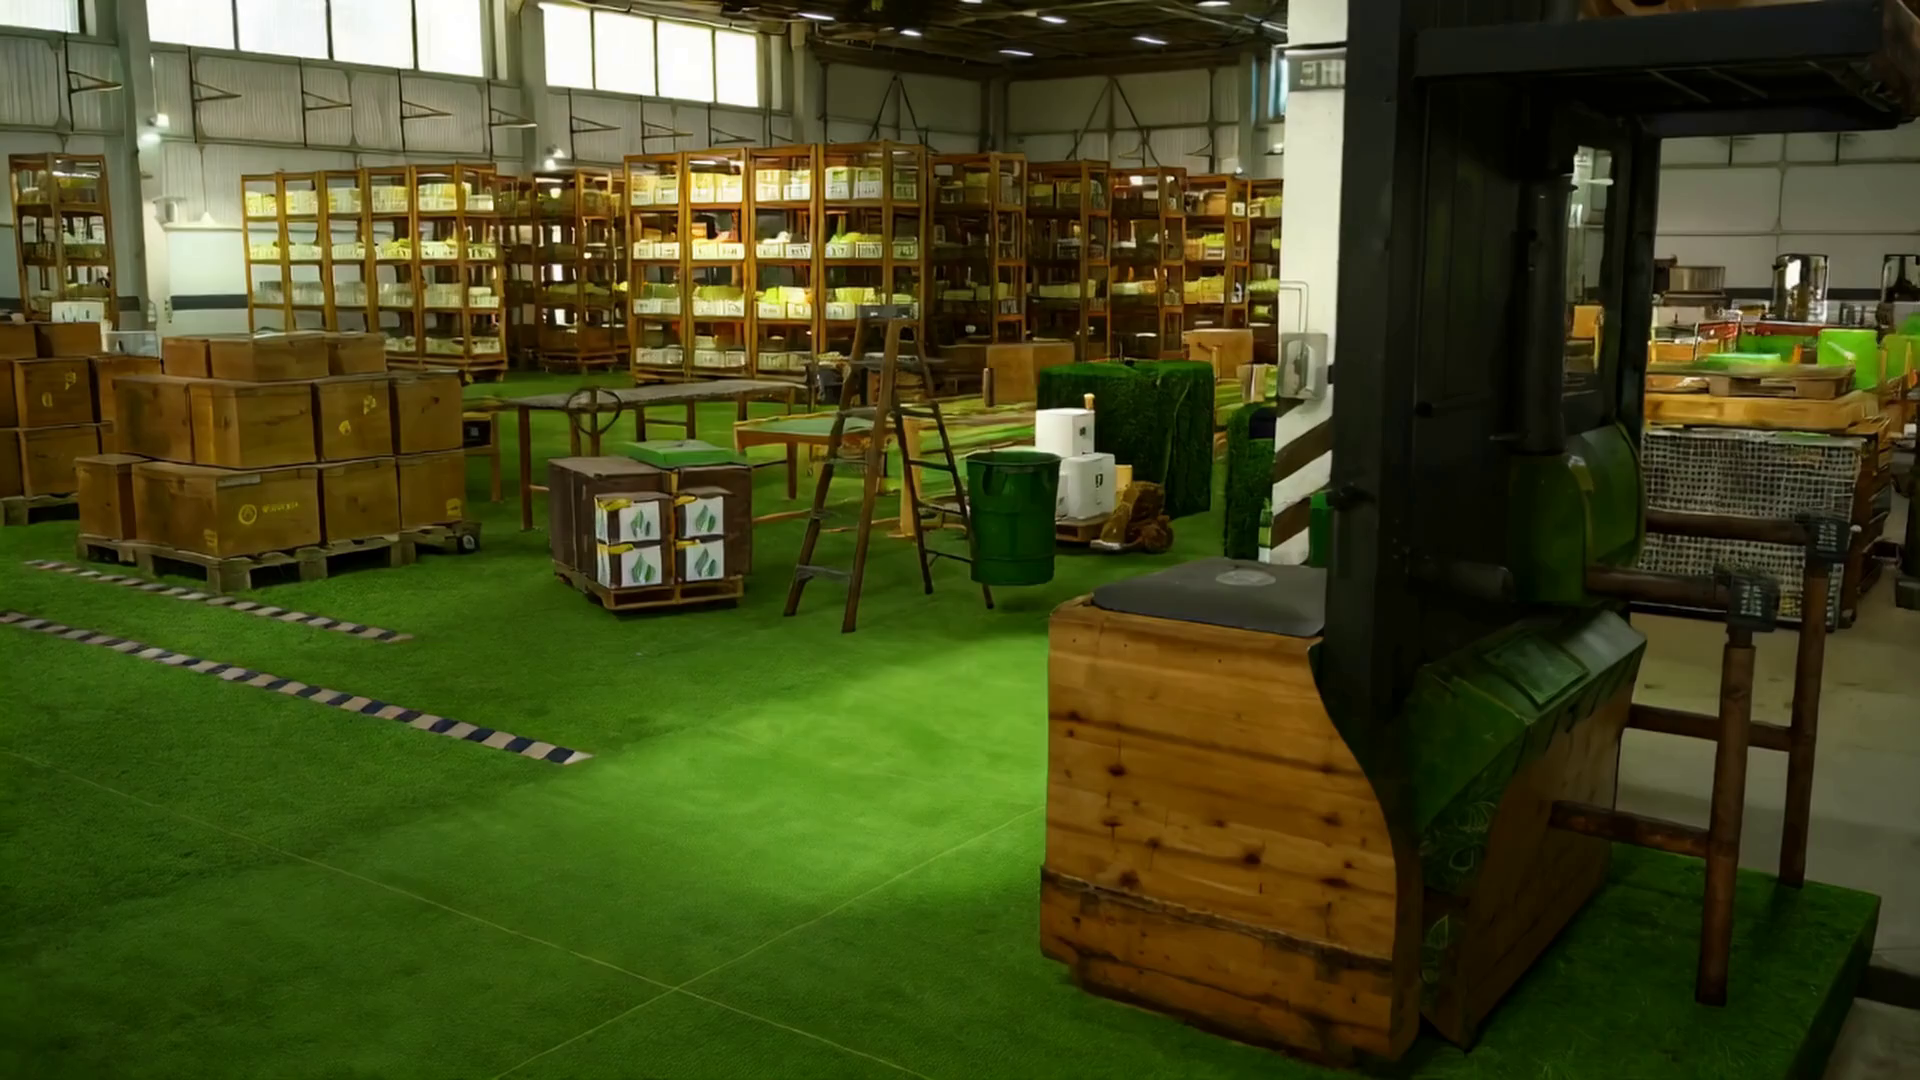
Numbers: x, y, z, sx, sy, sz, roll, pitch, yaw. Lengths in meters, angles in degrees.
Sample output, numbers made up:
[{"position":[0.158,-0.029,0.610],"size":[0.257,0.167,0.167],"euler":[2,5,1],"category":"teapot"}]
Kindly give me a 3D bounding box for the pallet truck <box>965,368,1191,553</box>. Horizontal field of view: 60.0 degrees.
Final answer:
[{"position":[0.845,-0.609,11.869],"size":[1.630,1.274,0.653],"euler":[7,12,35],"category":"pallet truck"}]

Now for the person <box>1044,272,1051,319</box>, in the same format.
[{"position":[1.726,-4.612,34.170],"size":[0.589,1.819,0.598],"euler":[8,12,39],"category":"person"}]

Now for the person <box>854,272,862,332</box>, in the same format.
[{"position":[-2.126,-4.614,33.793],"size":[0.619,1.966,0.972],"euler":[3,10,19],"category":"person"}]

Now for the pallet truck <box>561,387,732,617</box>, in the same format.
[{"position":[-1.981,-0.274,10.088],"size":[0.680,1.201,1.601],"euler":[-5,11,-28],"category":"pallet truck"}]

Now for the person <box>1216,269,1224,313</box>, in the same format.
[{"position":[7.175,-6.465,45.246],"size":[0.593,1.803,0.769],"euler":[4,10,24],"category":"person"}]

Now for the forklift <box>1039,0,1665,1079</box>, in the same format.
[{"position":[1.249,-0.137,4.360],"size":[1.873,2.768,1.129],"euler":[7,12,35],"category":"forklift"}]

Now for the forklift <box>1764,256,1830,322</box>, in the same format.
[{"position":[20.253,-5.854,40.139],"size":[1.157,1.987,2.680],"euler":[7,12,35],"category":"forklift"}]

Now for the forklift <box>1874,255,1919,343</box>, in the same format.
[{"position":[22.089,-5.634,38.796],"size":[1.157,1.987,2.680],"euler":[6,11,33],"category":"forklift"}]
